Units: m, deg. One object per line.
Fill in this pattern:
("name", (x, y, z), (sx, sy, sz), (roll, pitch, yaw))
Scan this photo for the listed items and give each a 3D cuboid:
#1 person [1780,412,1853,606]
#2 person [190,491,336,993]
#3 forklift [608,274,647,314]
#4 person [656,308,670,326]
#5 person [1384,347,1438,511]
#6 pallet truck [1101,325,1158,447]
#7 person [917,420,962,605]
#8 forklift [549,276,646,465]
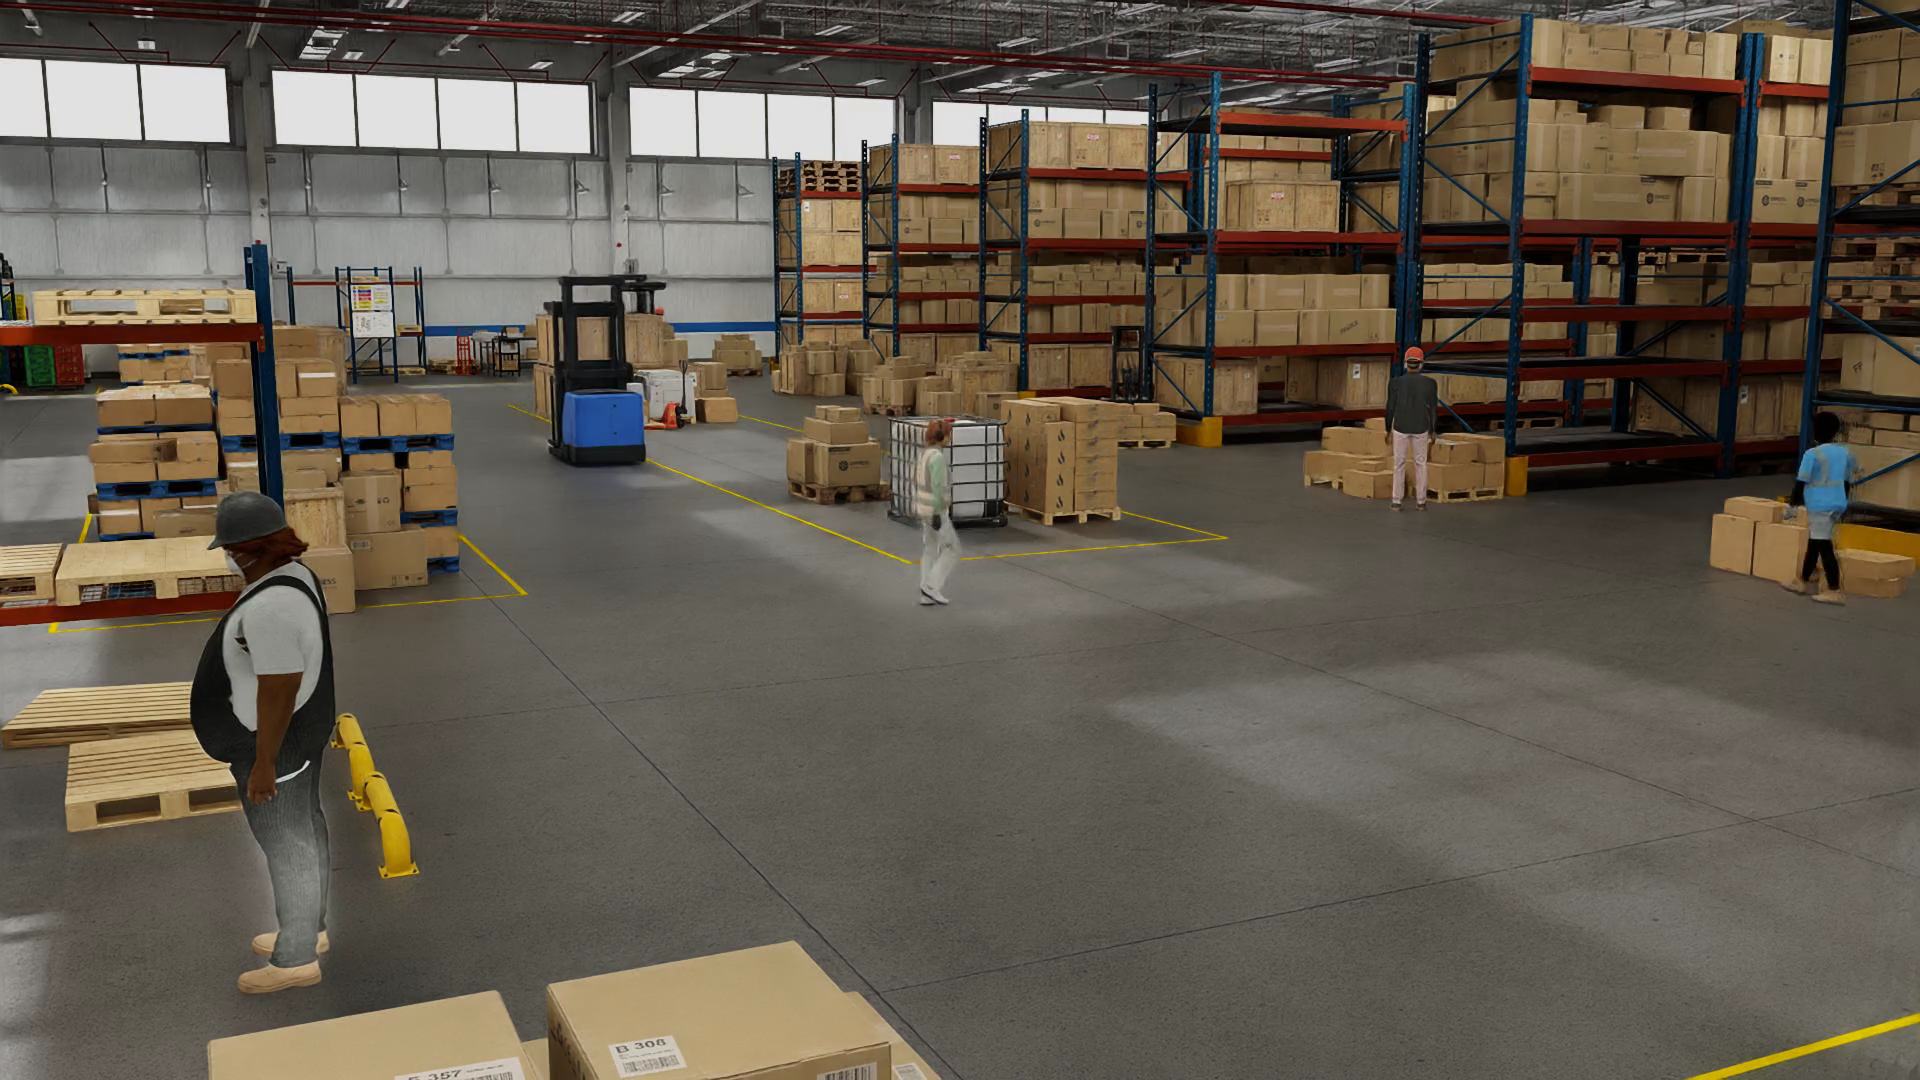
("person", (7.498, -0.291, 14.622), (0.550, 1.659, 0.774), (-5, 10, -28))
("person", (-2.822, 0.795, 6.749), (0.536, 2.000, 0.677), (-2, 9, -12))
("forklift", (-8.403, -5.333, 42.174), (1.129, 2.768, 1.873), (-8, 12, -40))
("person", (-8.171, -5.384, 45.501), (0.552, 1.901, 0.841), (0, 9, -2))
("person", (5.454, -1.338, 20.125), (0.625, 1.992, 0.389), (1, 9, 8))
("pallet truck", (2.881, -2.596, 27.923), (0.823, 1.965, 1.885), (-1, 9, -7))
("person", (-0.183, -0.227, 14.356), (0.382, 1.621, 0.553), (-2, 9, -10))
("forklift", (-5.548, -2.613, 25.299), (1.129, 2.768, 1.873), (-4, 10, -25))
